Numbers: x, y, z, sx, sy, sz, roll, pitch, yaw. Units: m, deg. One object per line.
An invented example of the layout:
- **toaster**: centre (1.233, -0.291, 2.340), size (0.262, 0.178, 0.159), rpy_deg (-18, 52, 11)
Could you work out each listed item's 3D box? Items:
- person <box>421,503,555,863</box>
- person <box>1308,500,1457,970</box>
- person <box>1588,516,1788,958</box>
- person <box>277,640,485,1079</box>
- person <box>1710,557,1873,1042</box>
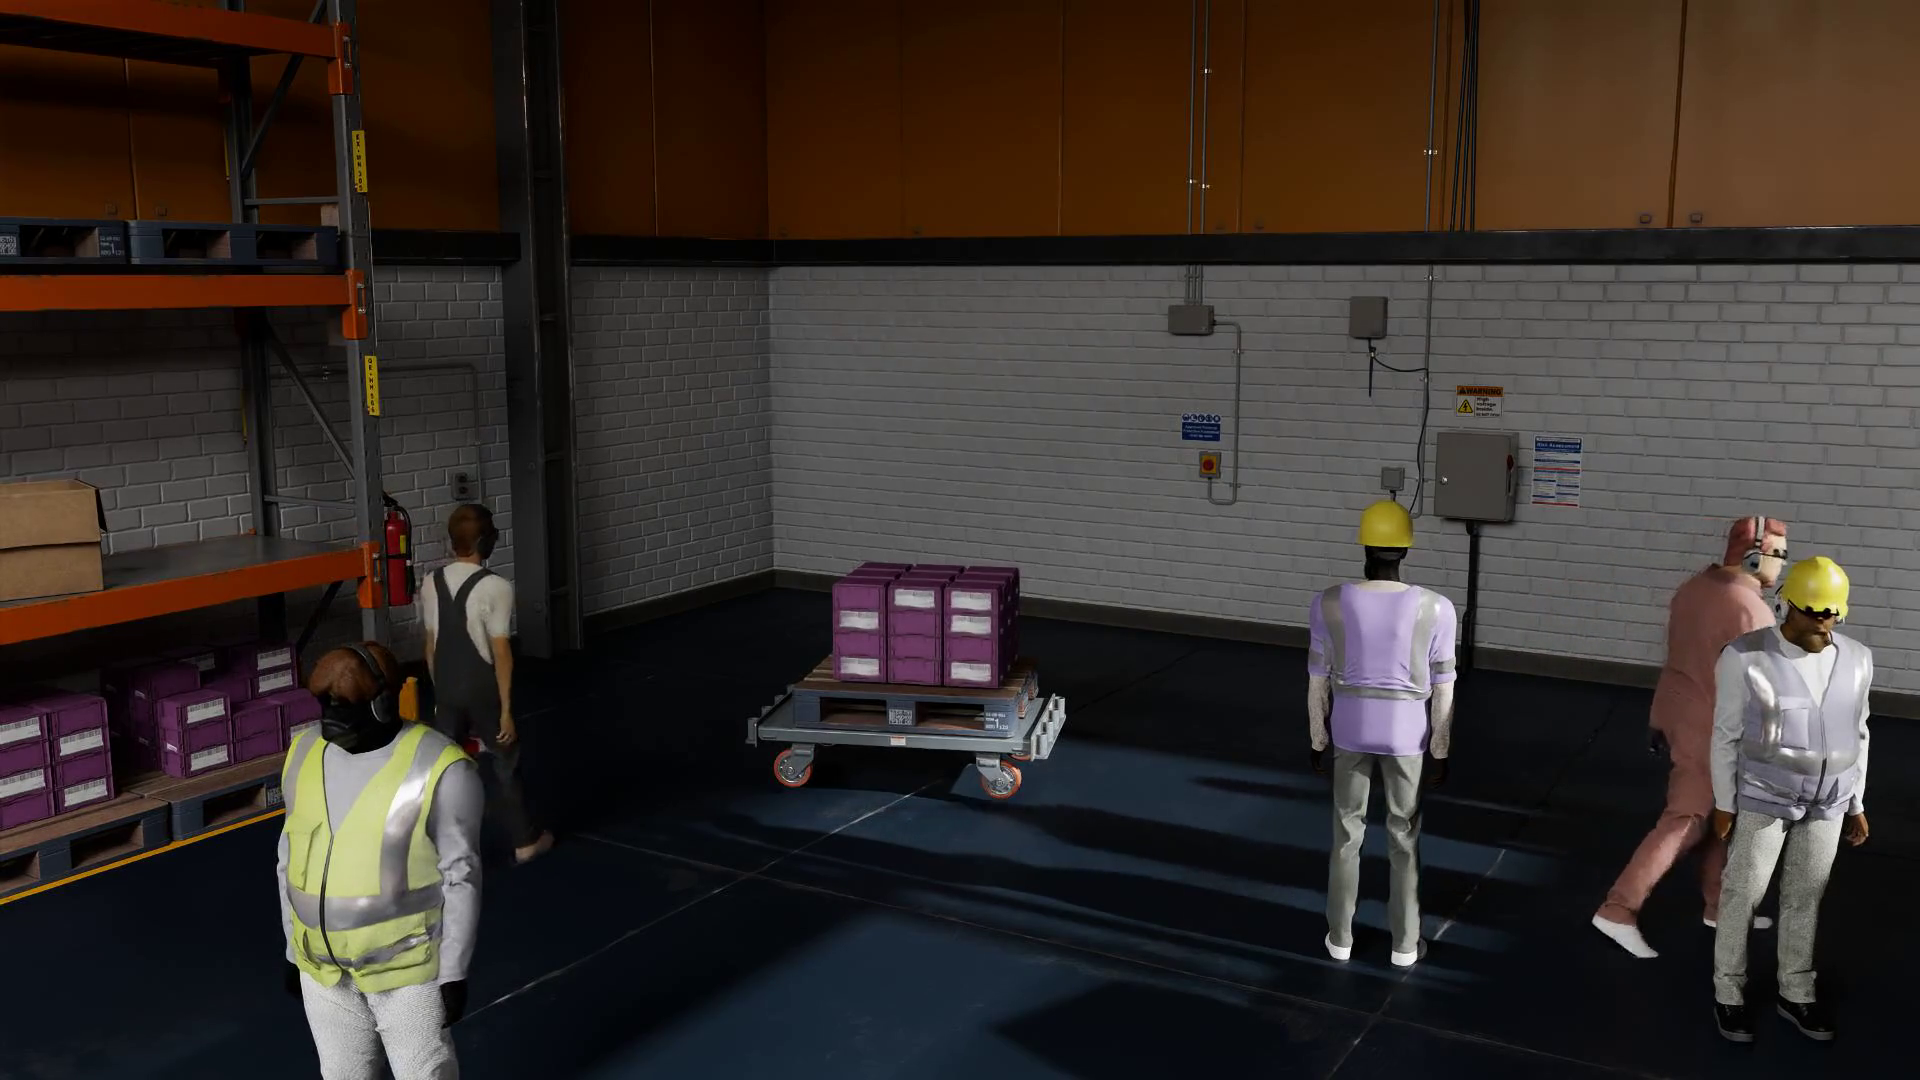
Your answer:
- **person**: centre (-2.251, 0.722, 7.695), size (0.524, 1.799, 0.951), rpy_deg (3, 10, 19)
- **person**: centre (1.712, 0.796, 6.794), size (0.588, 1.930, 0.358), rpy_deg (3, 10, 18)
- **person**: centre (3.077, 0.815, 6.964), size (0.893, 1.863, 0.679), rpy_deg (0, 9, -2)
- **person**: centre (-1.649, 1.183, 4.681), size (0.619, 1.838, 0.430), rpy_deg (3, 9, 15)
- **person**: centre (3.076, 0.954, 6.150), size (0.588, 1.822, 0.403), rpy_deg (0, 9, -2)
